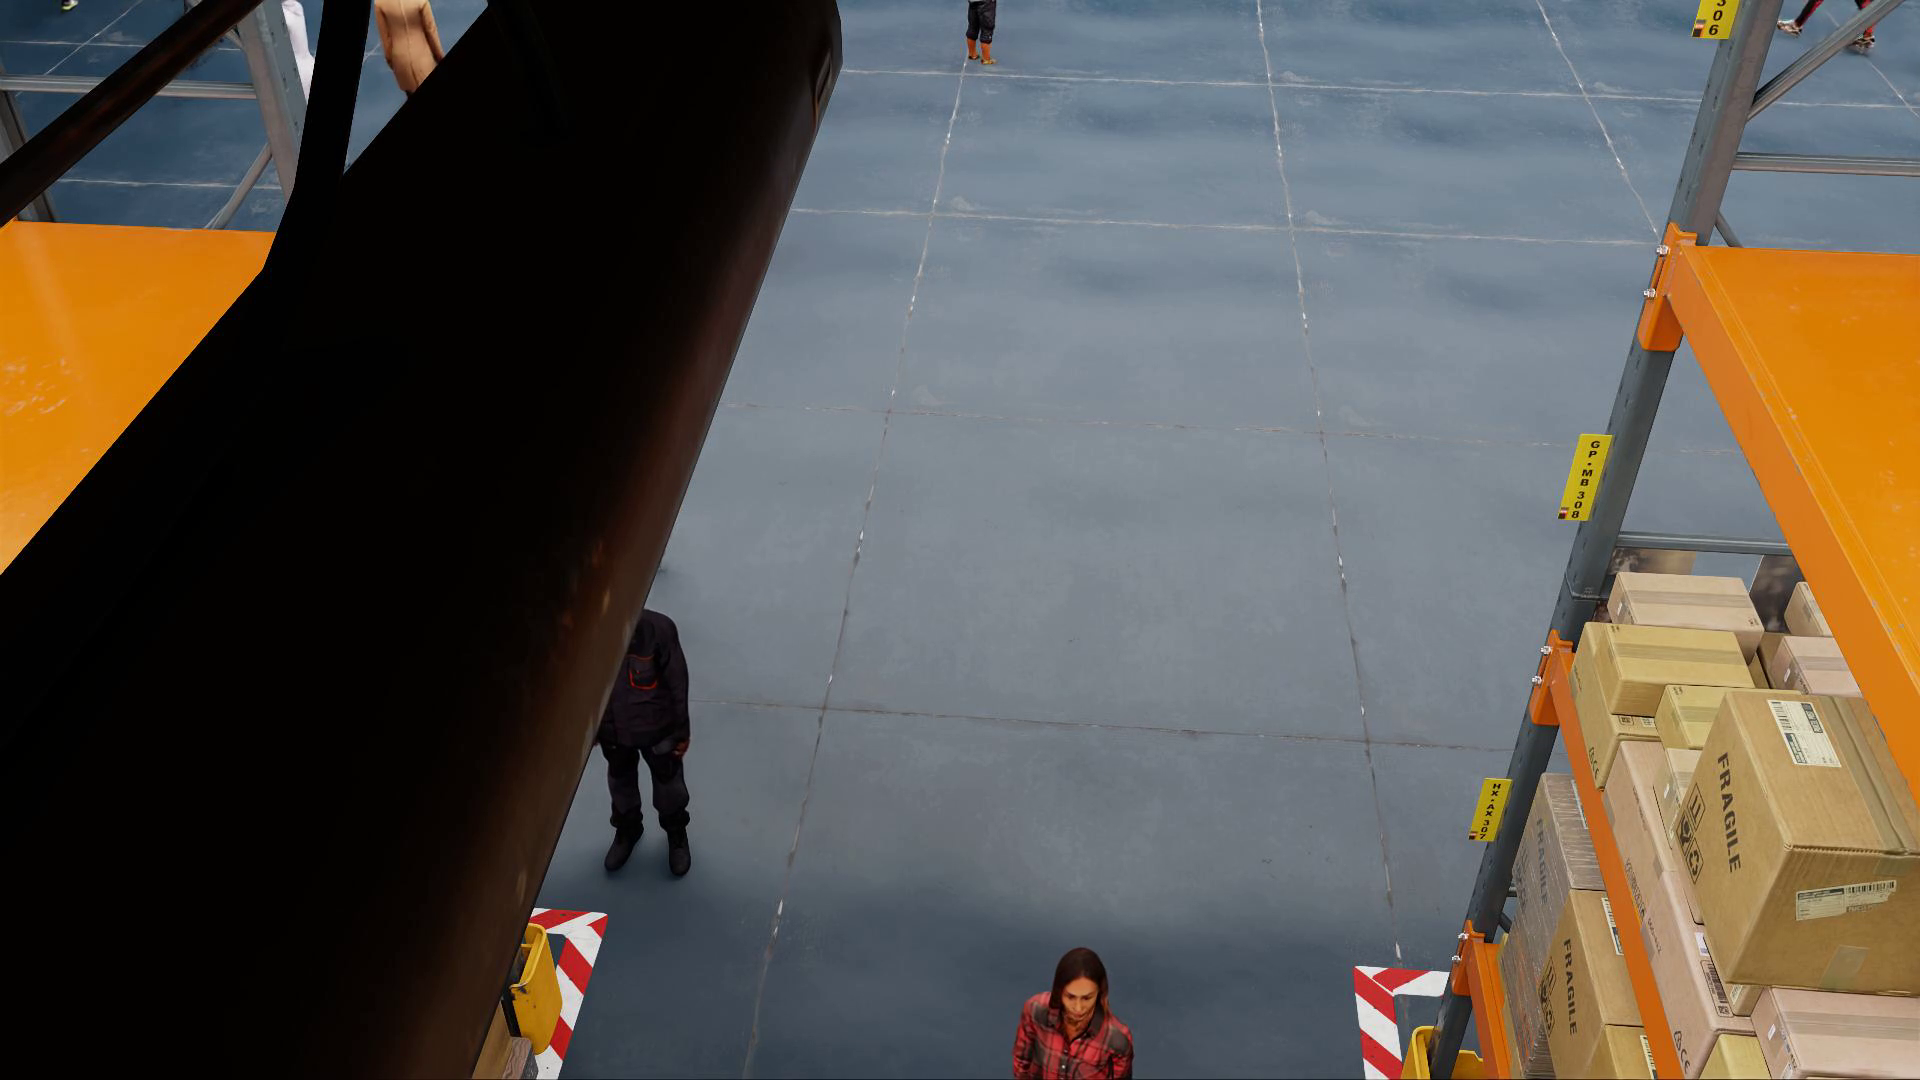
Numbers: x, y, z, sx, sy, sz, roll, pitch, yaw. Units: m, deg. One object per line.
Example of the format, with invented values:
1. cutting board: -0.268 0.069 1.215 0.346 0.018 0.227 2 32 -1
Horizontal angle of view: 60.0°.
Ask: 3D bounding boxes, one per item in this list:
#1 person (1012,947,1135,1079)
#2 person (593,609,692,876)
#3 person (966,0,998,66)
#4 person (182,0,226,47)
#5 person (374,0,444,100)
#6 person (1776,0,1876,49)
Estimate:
1. person: 0.426 2.155 6.363 0.683 1.700 0.658 15 41 19
2. person: -1.541 0.833 7.957 0.683 1.819 0.570 3 38 4
3. person: 0.211 -5.393 16.210 0.696 1.456 0.646 -30 47 -32
4. person: -7.573 -5.561 16.330 0.724 1.572 0.901 -5 38 -7
5. person: -4.765 -4.178 14.450 0.823 1.710 0.993 -8 39 -10
6. person: 8.879 -5.698 16.351 1.177 1.761 1.230 -28 46 -31
